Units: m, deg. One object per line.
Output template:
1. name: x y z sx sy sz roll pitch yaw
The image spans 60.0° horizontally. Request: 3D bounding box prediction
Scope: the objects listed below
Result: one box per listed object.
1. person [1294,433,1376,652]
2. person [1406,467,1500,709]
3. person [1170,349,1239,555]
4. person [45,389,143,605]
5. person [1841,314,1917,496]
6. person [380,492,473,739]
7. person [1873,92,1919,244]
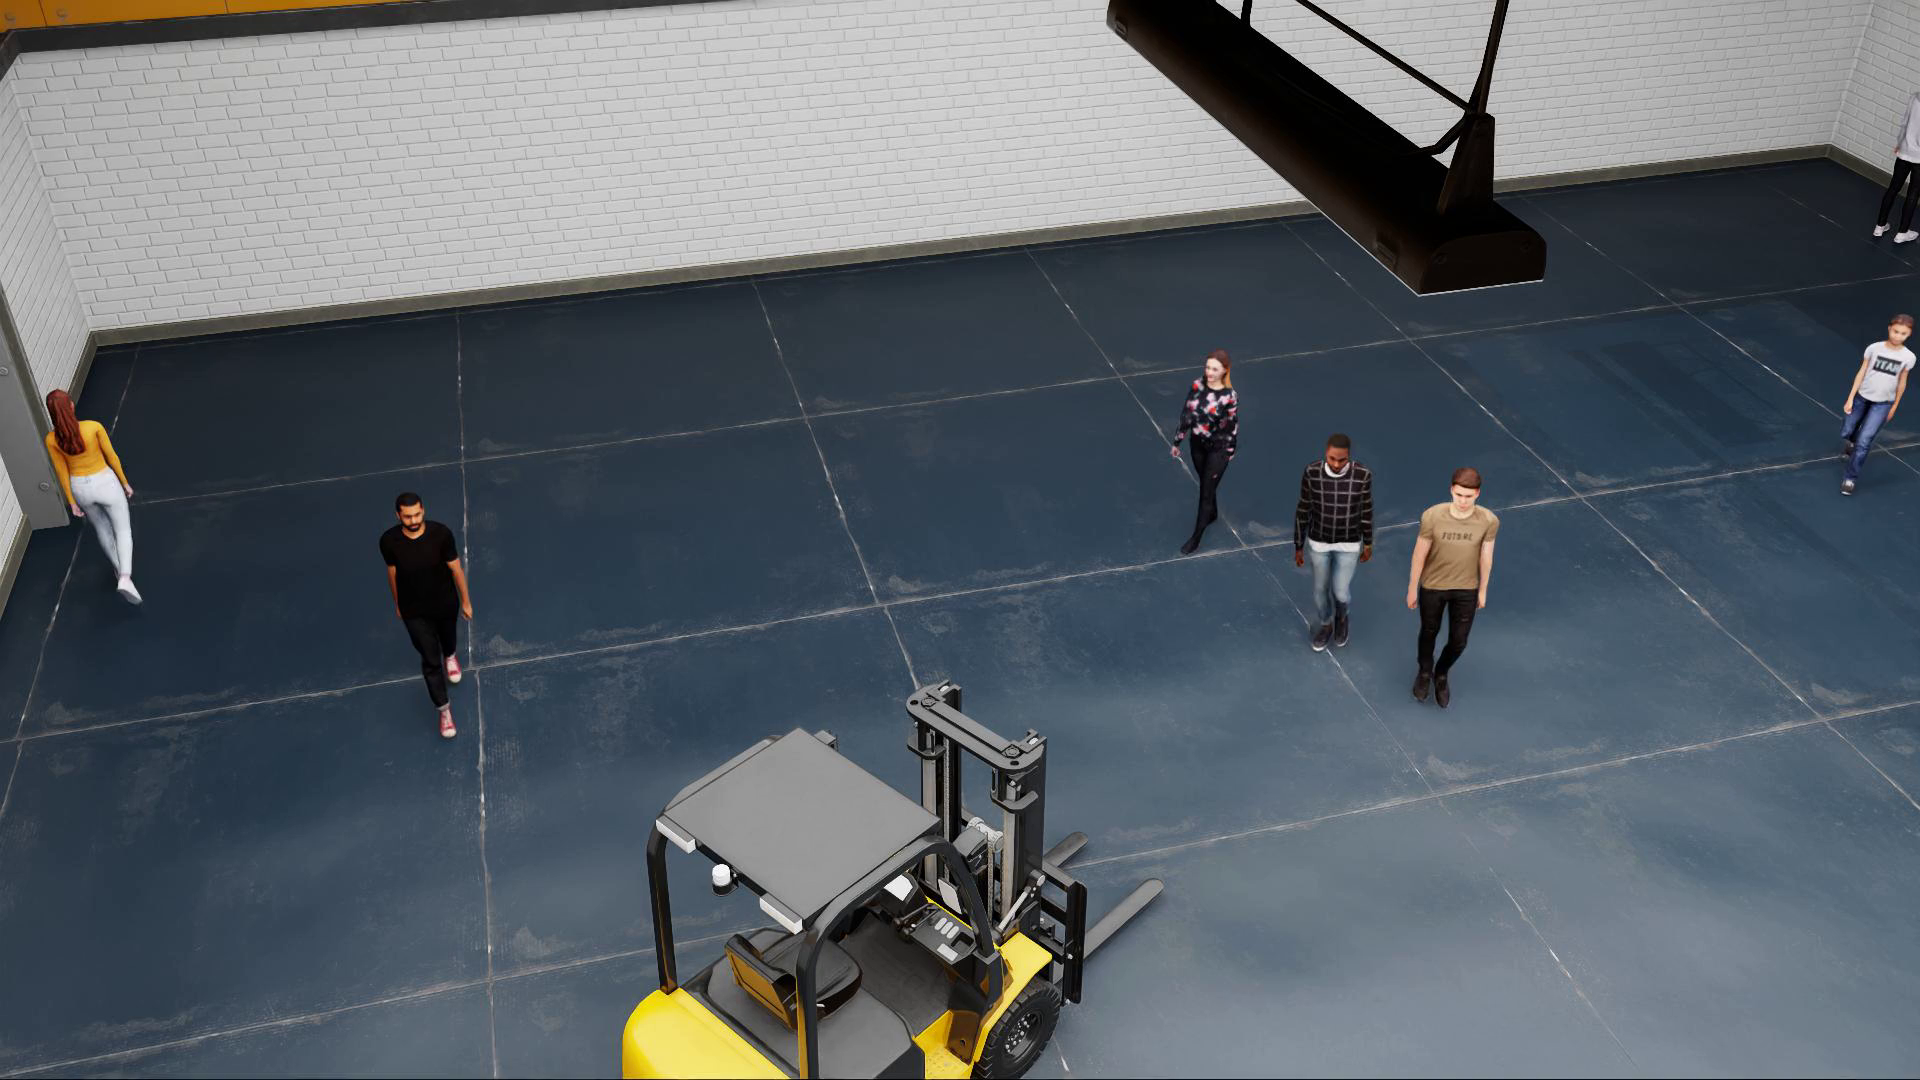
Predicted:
1. person: 2.659 -0.043 11.774 0.854 1.793 0.889 9 35 14
2. person: 3.310 0.272 11.260 0.799 1.839 0.817 8 34 12
3. person: 1.992 -0.769 12.991 0.971 1.654 0.951 28 43 35
4. person: -6.330 -0.301 12.220 0.671 1.730 1.060 -13 36 -19
5. person: 7.528 -1.180 13.709 0.933 1.546 0.941 21 39 28
6. person: -3.577 0.381 11.202 0.719 1.722 1.164 -13 36 -19
7. person: 10.285 -4.170 17.860 0.826 1.930 0.673 -23 40 -30
